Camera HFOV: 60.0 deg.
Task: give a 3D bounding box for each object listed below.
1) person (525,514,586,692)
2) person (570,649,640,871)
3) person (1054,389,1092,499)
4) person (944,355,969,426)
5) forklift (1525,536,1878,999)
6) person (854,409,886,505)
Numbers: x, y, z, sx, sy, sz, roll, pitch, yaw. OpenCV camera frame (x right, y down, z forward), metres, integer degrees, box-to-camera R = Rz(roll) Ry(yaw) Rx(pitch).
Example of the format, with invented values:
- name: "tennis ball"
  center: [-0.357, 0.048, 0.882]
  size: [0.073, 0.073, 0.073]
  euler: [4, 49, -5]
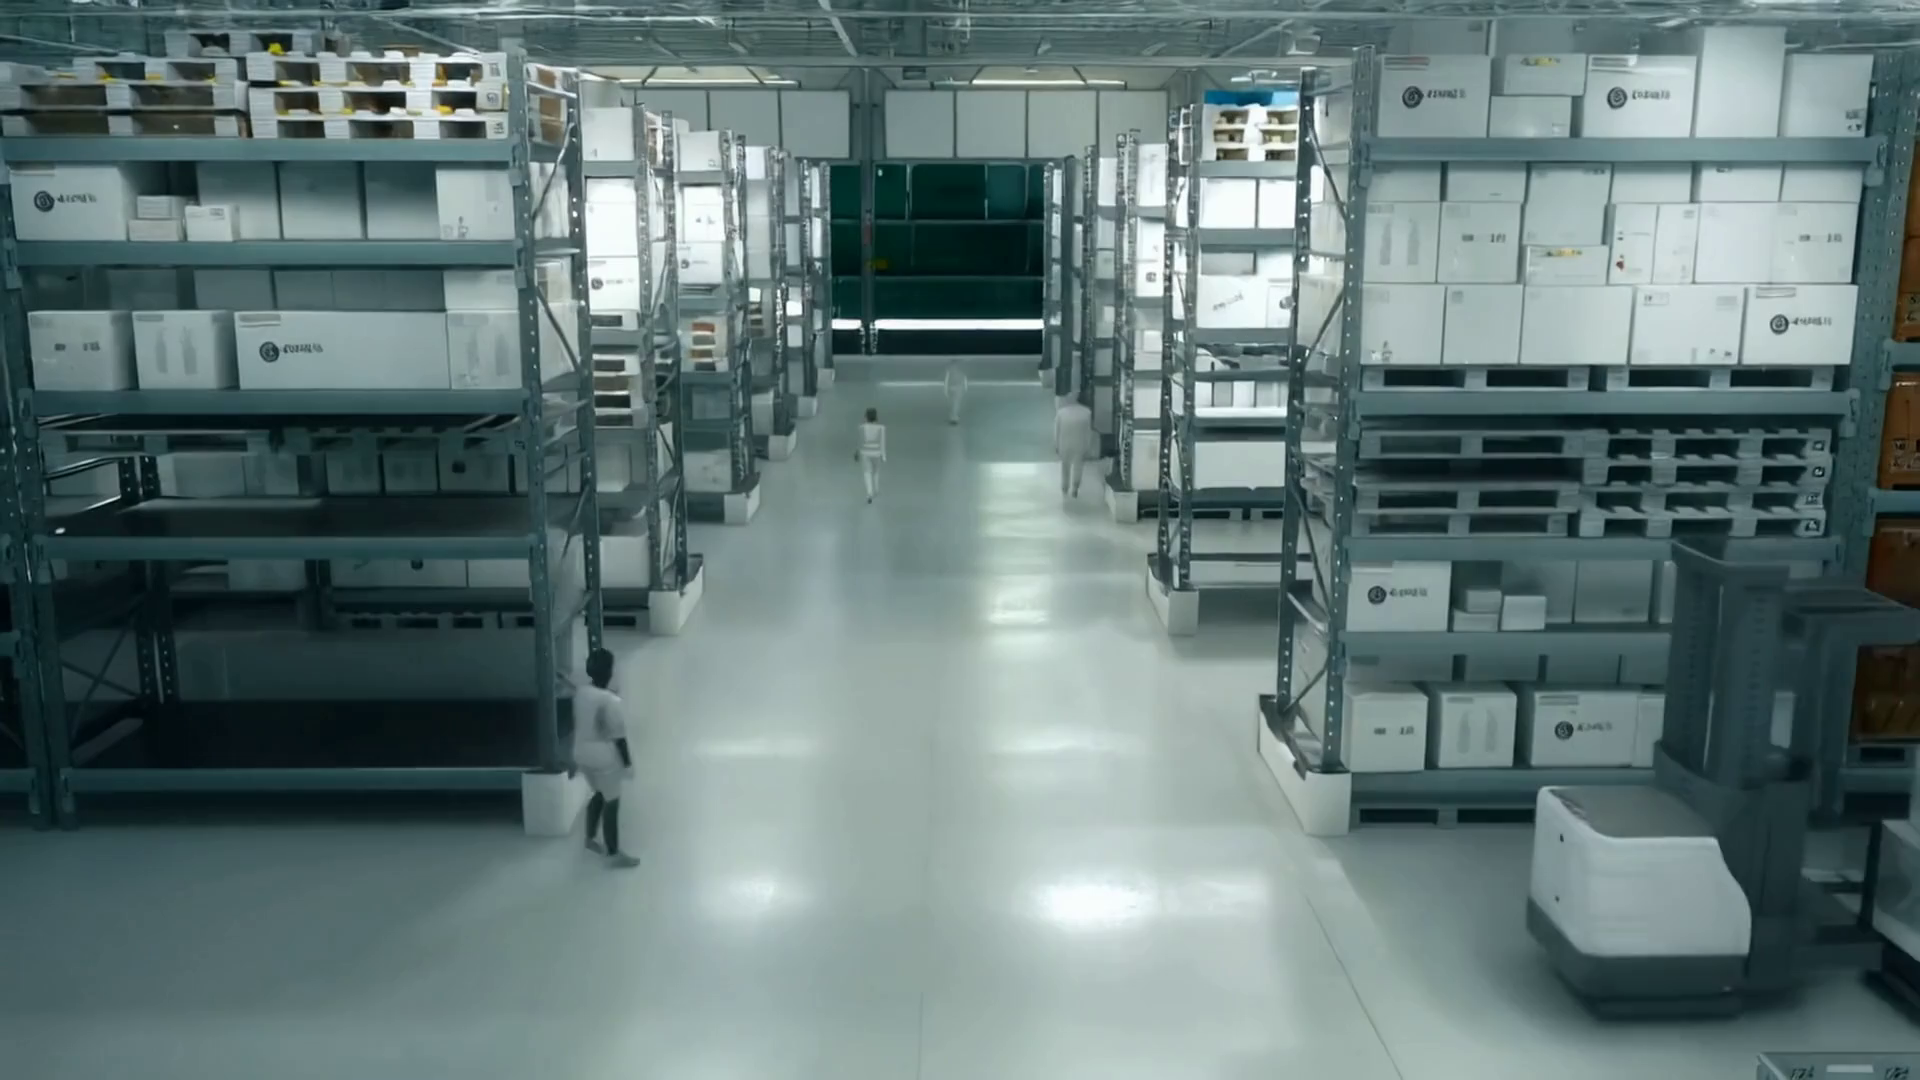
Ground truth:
- name: "person"
  center: [-4.132, 0.606, 17.159]
  size: [0.698, 1.905, 0.616]
  euler: [2, 12, 12]
- name: "person"
  center: [-2.687, 1.653, 12.465]
  size: [0.596, 1.685, 0.332]
  euler: [10, 15, 41]
- name: "person"
  center: [1.936, -1.654, 28.440]
  size: [0.659, 1.862, 0.955]
  euler: [0, 11, 0]
- name: "person"
  center: [-0.040, -3.412, 37.784]
  size: [0.531, 1.592, 0.816]
  euler: [6, 13, 26]
- name: "forklift"
  center: [4.803, 1.416, 10.680]
  size: [1.873, 2.768, 1.129]
  euler: [0, 11, -1]
- name: "person"
  center: [-1.506, -1.406, 27.872]
  size: [0.514, 1.593, 0.865]
  euler: [-3, 12, -15]
